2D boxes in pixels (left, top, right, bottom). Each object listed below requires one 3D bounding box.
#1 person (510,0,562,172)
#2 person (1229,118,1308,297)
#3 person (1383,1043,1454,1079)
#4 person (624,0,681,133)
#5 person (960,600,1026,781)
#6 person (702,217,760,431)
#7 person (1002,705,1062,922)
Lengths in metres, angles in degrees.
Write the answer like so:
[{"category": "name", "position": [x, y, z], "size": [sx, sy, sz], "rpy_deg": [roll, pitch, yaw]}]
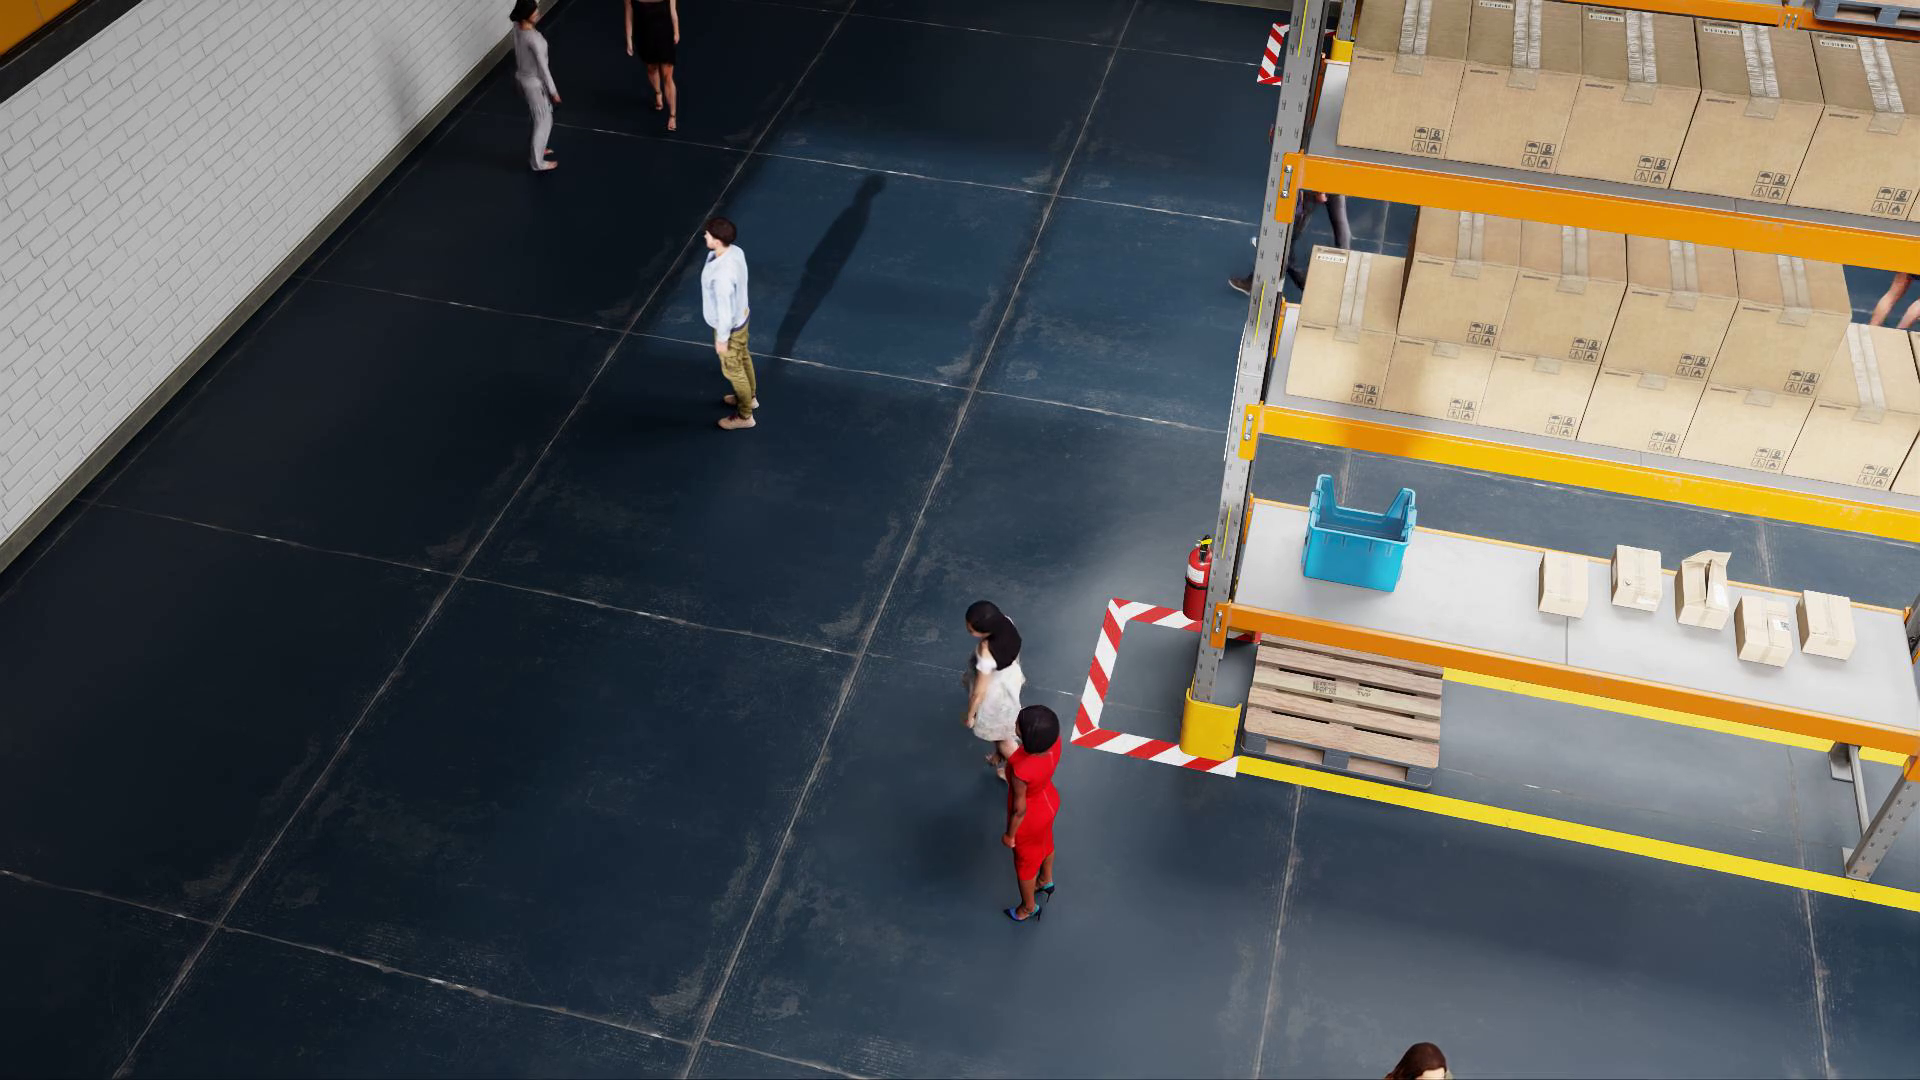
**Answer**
[{"category": "person", "position": [-3.920, -4.149, 15.183], "size": [0.752, 1.744, 0.826], "rpy_deg": [34, 53, 30]}, {"category": "person", "position": [2.717, -2.588, 13.542], "size": [1.221, 1.746, 0.884], "rpy_deg": [24, 49, 23]}, {"category": "person", "position": [2.133, 2.861, 8.019], "size": [0.631, 1.475, 0.720], "rpy_deg": [-16, 46, -16]}, {"category": "person", "position": [-2.936, -4.808, 15.924], "size": [1.058, 1.675, 0.949], "rpy_deg": [-3, 44, -3]}, {"category": "person", "position": [0.282, 0.979, 9.807], "size": [0.766, 1.735, 0.700], "rpy_deg": [20, 47, 20]}, {"category": "person", "position": [-1.718, -1.635, 12.495], "size": [0.618, 1.812, 0.711], "rpy_deg": [4, 44, 4]}, {"category": "person", "position": [0.404, 1.523, 9.229], "size": [0.584, 1.744, 0.626], "rpy_deg": [23, 48, 22]}]
